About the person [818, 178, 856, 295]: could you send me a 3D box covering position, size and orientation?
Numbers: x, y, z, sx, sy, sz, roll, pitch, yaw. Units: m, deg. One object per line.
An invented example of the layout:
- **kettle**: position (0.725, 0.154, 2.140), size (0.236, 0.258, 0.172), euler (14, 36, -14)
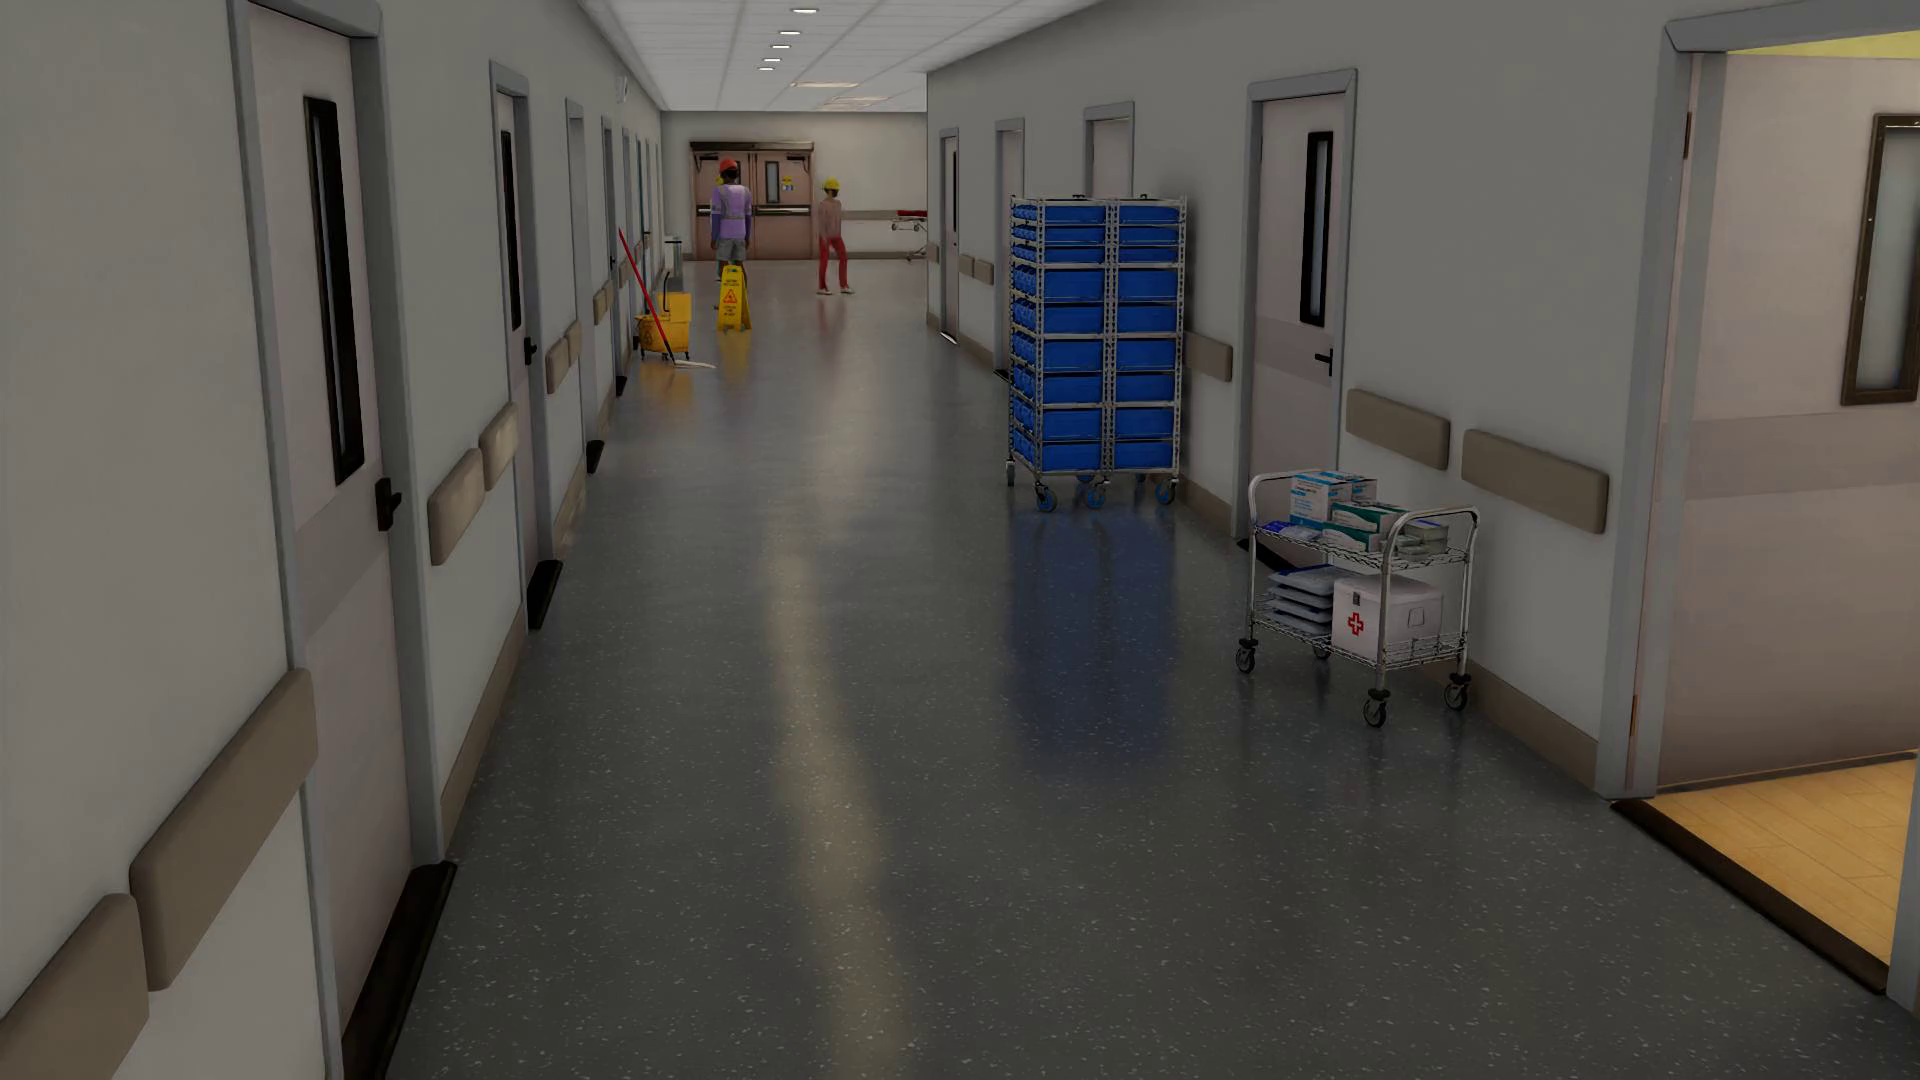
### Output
- **person**: position (-1.877, -4.556, 25.030), size (0.717, 1.737, 0.559), euler (10, 16, 37)

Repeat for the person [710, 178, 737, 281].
- **person**: position (-3.960, -5.264, 28.134), size (0.527, 1.772, 0.305), euler (-4, 13, -17)

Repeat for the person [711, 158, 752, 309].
- **person**: position (-3.121, -4.151, 22.622), size (0.614, 2.029, 0.409), euler (-11, 17, -40)
